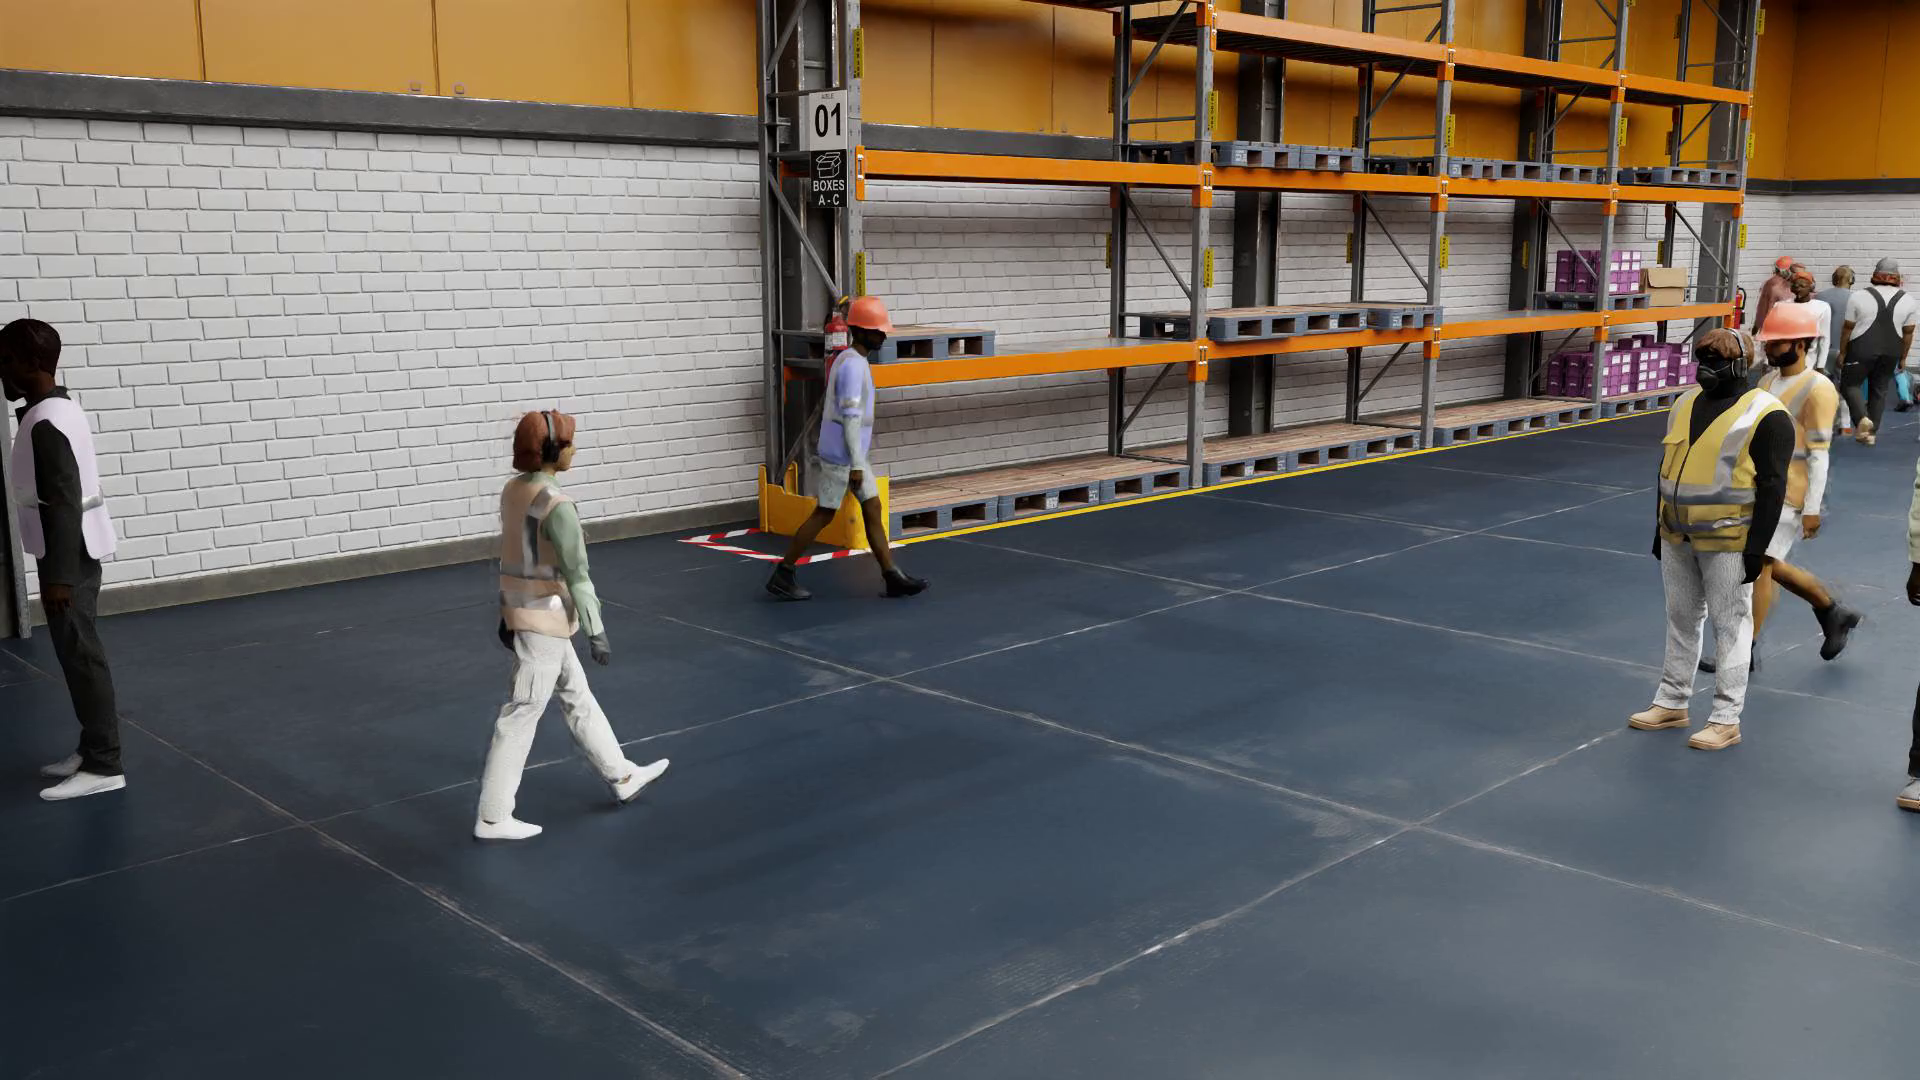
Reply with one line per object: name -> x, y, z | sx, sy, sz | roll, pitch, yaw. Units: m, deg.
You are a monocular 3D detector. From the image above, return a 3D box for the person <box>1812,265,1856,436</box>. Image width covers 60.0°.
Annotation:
person -> 9.737, -2.106, 18.597 | 0.634, 1.910, 0.669 | -7, 13, -35

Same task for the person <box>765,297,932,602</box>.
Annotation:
person -> -0.720, -0.539, 10.152 | 1.015, 1.880, 0.593 | 1, 10, 4

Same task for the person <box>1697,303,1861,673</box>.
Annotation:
person -> 4.265, -0.254, 8.509 | 0.832, 1.911, 0.551 | -1, 10, -5

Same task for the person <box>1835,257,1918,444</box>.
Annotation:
person -> 9.739, -2.012, 17.718 | 0.711, 2.000, 0.702 | 2, 11, 11

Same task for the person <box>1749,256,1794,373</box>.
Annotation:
person -> 11.629, -3.138, 24.120 | 0.797, 1.950, 0.620 | 3, 11, 14

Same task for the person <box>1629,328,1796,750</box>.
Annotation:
person -> 3.297, -0.008, 7.329 | 0.430, 1.845, 0.619 | -4, 11, -23

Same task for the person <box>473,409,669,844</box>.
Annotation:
person -> -1.472, 0.313, 6.231 | 0.856, 1.589, 0.545 | -7, 12, -32

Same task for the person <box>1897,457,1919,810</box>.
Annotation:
person -> 3.963, 0.096, 6.353 | 0.616, 1.990, 0.393 | 6, 12, 30

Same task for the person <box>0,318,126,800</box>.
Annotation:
person -> -3.586, 0.074, 6.678 | 0.372, 1.916, 0.596 | -5, 12, -26

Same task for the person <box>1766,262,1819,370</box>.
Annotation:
person -> 11.848, -3.027, 23.733 | 0.670, 1.875, 0.717 | 3, 11, 18

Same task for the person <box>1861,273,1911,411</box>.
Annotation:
person -> 11.945, -2.561, 21.369 | 0.583, 1.804, 0.957 | -1, 10, -7

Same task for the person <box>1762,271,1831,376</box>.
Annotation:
person -> 8.739, -1.870, 17.416 | 0.589, 1.871, 0.418 | 10, 14, 43
